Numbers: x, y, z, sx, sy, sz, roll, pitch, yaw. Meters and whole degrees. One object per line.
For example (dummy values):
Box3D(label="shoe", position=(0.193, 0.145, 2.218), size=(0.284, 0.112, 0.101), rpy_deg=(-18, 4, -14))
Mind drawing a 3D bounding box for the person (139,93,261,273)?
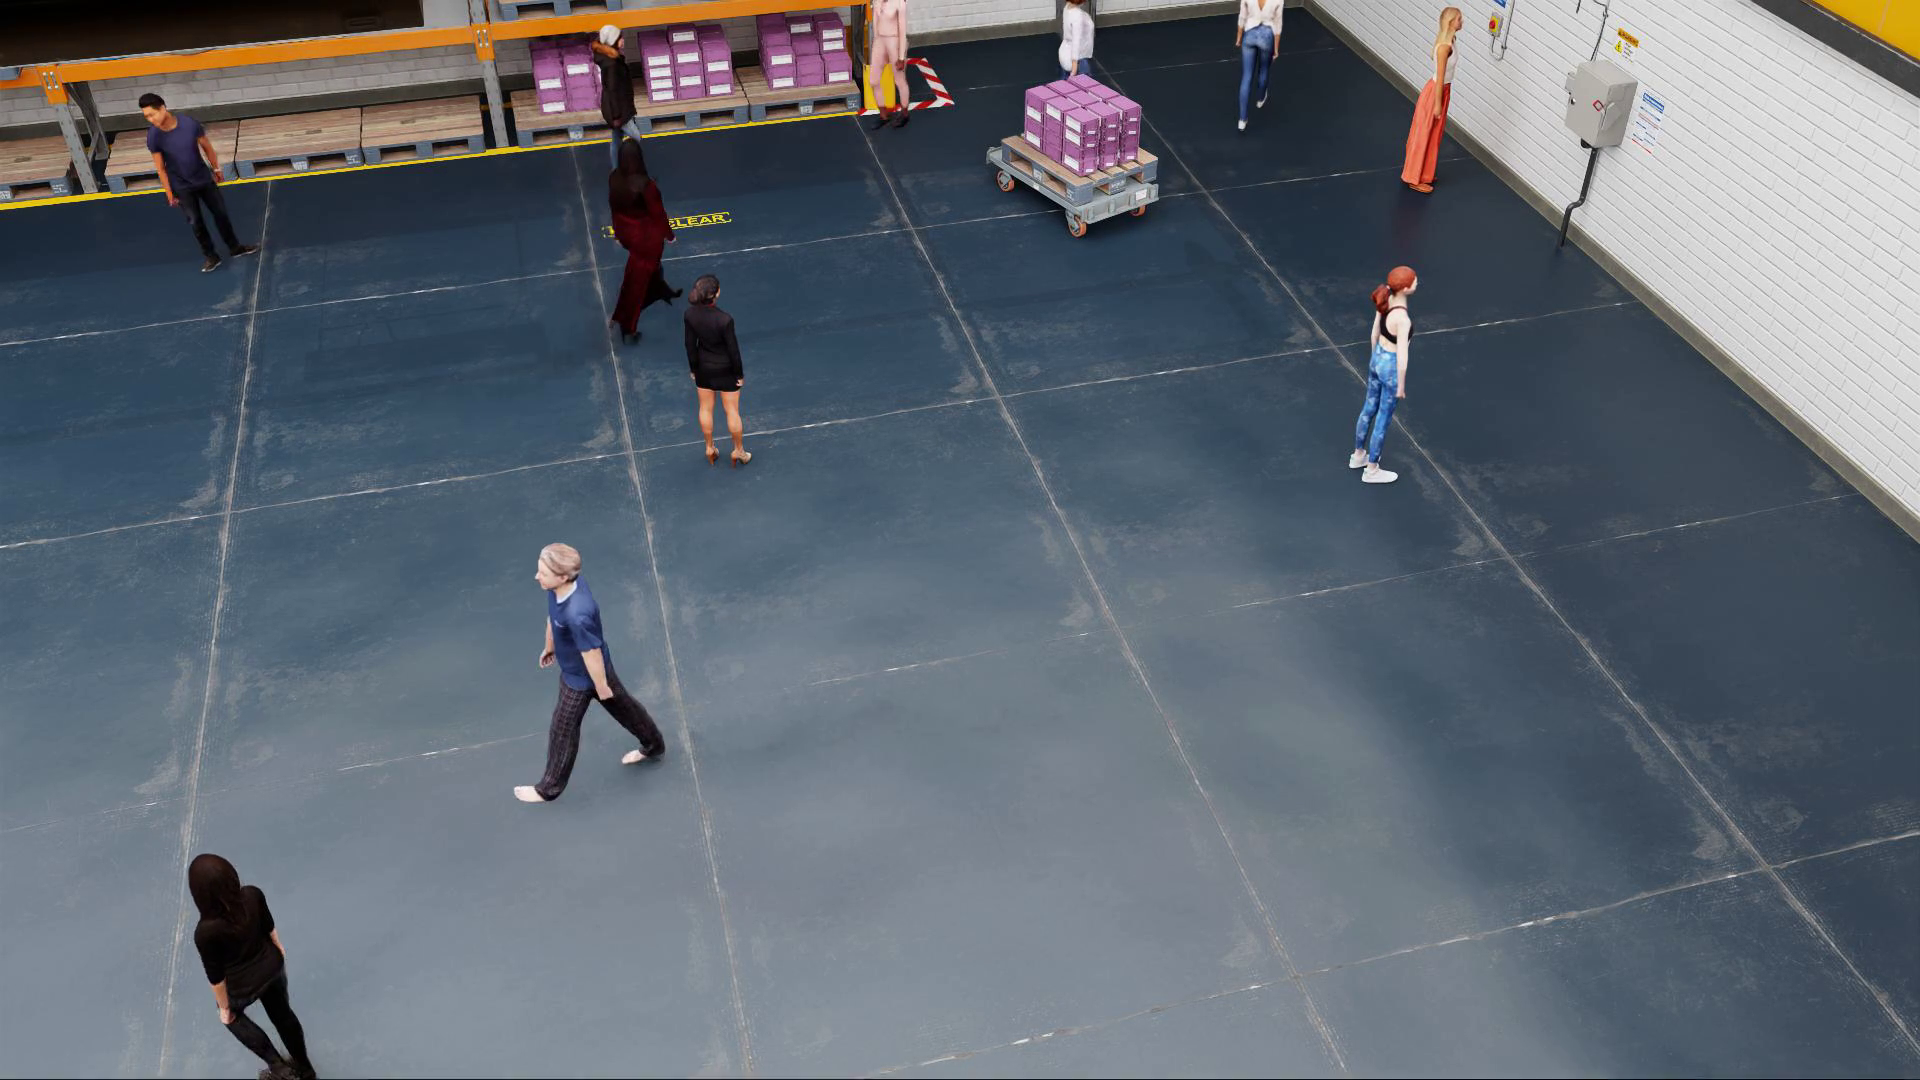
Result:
Box3D(label="person", position=(-6.801, -3.219, 14.826), size=(0.954, 1.745, 0.705), rpy_deg=(31, 48, 33))

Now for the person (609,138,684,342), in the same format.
Box3D(label="person", position=(-2.739, -2.460, 13.903), size=(1.057, 1.711, 1.220), rpy_deg=(29, 47, 31))

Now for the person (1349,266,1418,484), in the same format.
Box3D(label="person", position=(3.153, -1.228, 12.300), size=(0.587, 1.785, 0.566), rpy_deg=(-11, 40, -14))

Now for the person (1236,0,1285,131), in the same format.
Box3D(label="person", position=(3.070, -5.084, 17.218), size=(1.139, 1.674, 1.052), rpy_deg=(10, 40, 12))

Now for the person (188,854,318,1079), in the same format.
Box3D(label="person", position=(-3.422, 2.180, 8.159), size=(0.762, 1.628, 0.699), rpy_deg=(21, 43, 24))

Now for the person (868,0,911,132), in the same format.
Box3D(label="person", position=(-0.660, -5.086, 17.199), size=(0.847, 1.701, 0.914), rpy_deg=(24, 44, 27))

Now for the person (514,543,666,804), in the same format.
Box3D(label="person", position=(-2.118, 0.740, 9.812), size=(1.173, 1.815, 0.717), rpy_deg=(-12, 40, -15))

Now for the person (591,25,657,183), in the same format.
Box3D(label="person", position=(-3.393, -4.197, 16.147), size=(0.673, 1.624, 0.646), rpy_deg=(-8, 39, -9))

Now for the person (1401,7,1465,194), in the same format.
Box3D(label="person", position=(4.601, -4.273, 16.100), size=(0.765, 1.801, 0.724), rpy_deg=(15, 41, 18))

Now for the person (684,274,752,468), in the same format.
Box3D(label="person", position=(-1.820, -1.257, 12.453), size=(0.692, 1.640, 0.763), rpy_deg=(10, 40, 12))

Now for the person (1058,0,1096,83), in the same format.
Box3D(label="person", position=(1.069, -4.913, 16.988), size=(0.590, 1.694, 0.641), rpy_deg=(-9, 40, -11))
